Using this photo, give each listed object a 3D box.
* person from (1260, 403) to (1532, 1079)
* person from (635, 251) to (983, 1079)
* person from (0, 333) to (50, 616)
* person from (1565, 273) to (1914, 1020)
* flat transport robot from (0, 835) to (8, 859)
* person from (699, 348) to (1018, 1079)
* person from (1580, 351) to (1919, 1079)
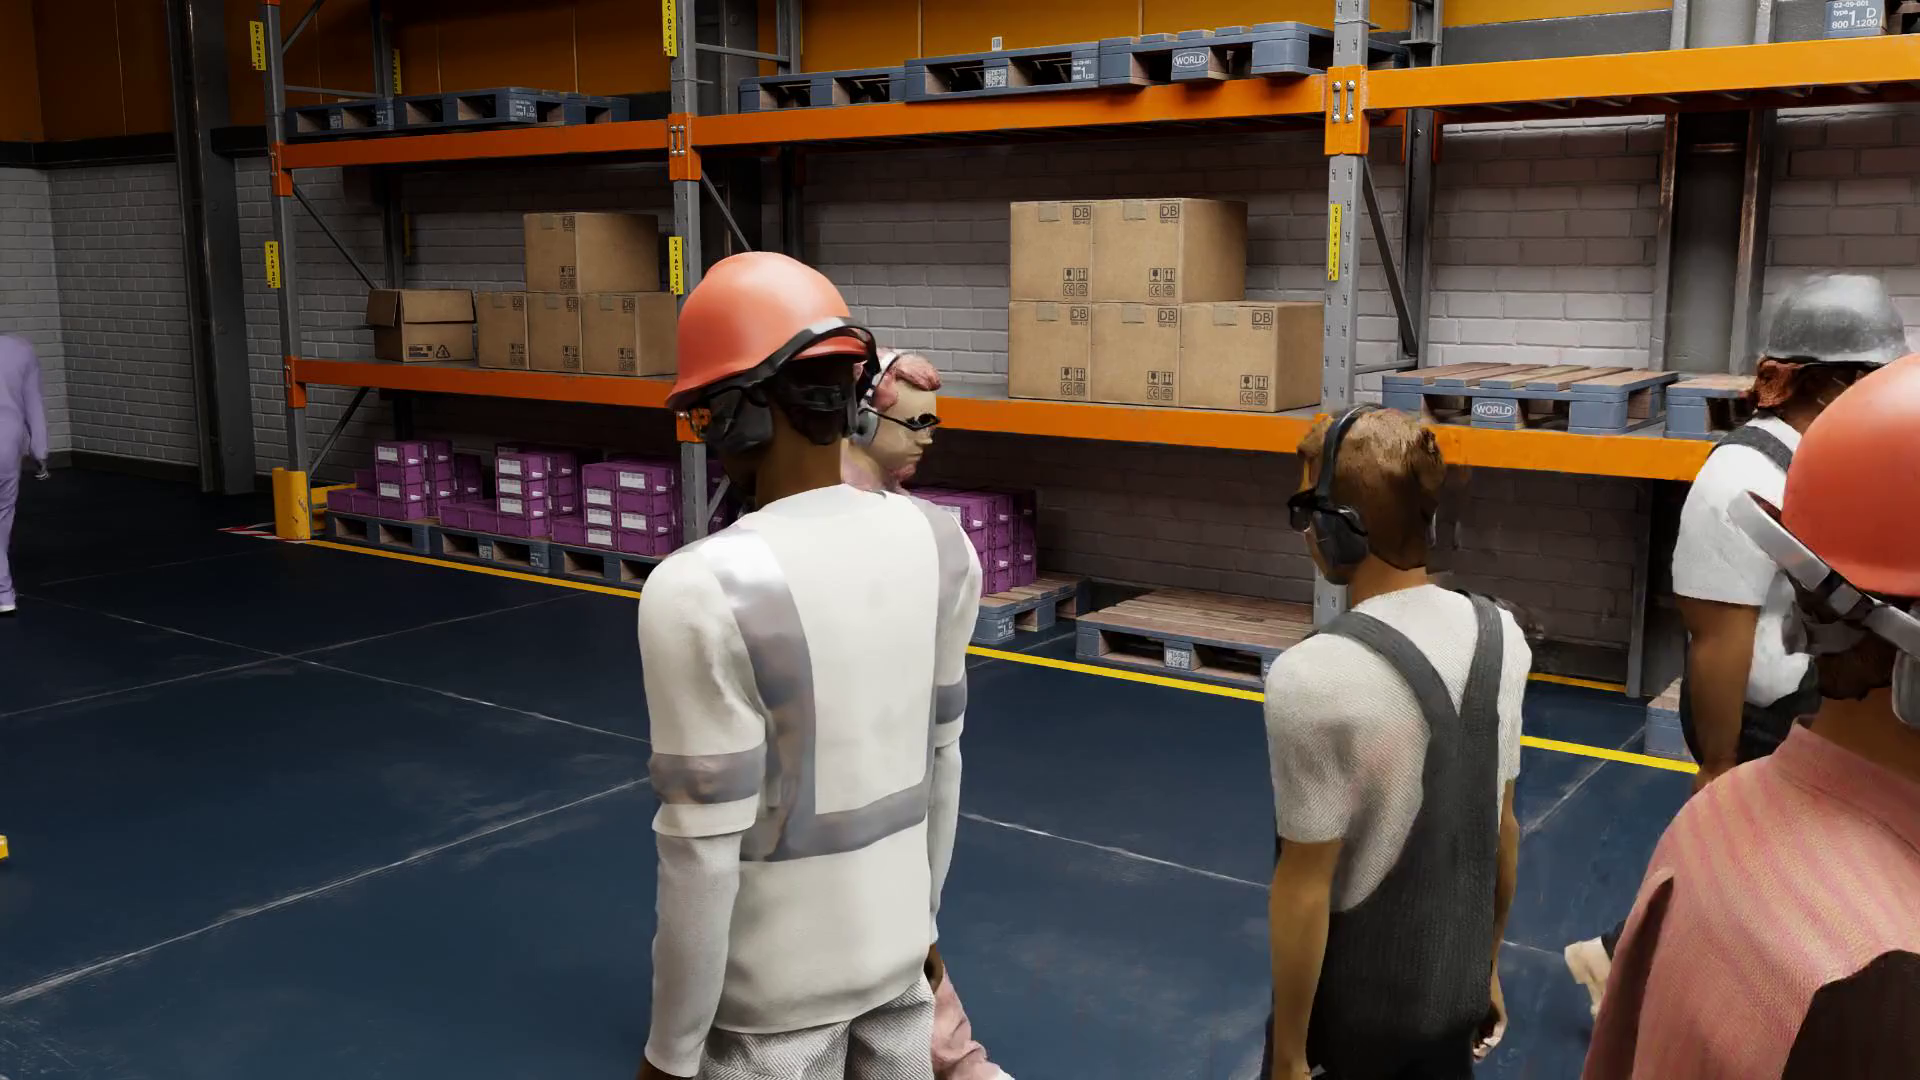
[{"bbox_3d":[0.689,0.710,2.477,0.541,1.816,0.811,-6,11,-30],"label":"person"},{"bbox_3d":[-0.242,0.608,2.441,0.389,2.034,0.605,7,12,37],"label":"person"},{"bbox_3d":[-5.729,-0.522,9.671,0.960,1.855,0.673,8,13,40],"label":"person"},{"bbox_3d":[1.843,0.374,3.813,0.686,2.000,0.909,-9,13,-42],"label":"person"},{"bbox_3d":[-3.939,0.995,5.374,1.431,0.197,0.652,2,10,12],"label":"flat transport robot"},{"bbox_3d":[-0.294,0.469,3.906,1.038,1.832,0.715,2,10,10],"label":"person"},{"bbox_3d":[0.788,0.837,1.272,0.889,1.960,0.653,3,10,17],"label":"person"}]
